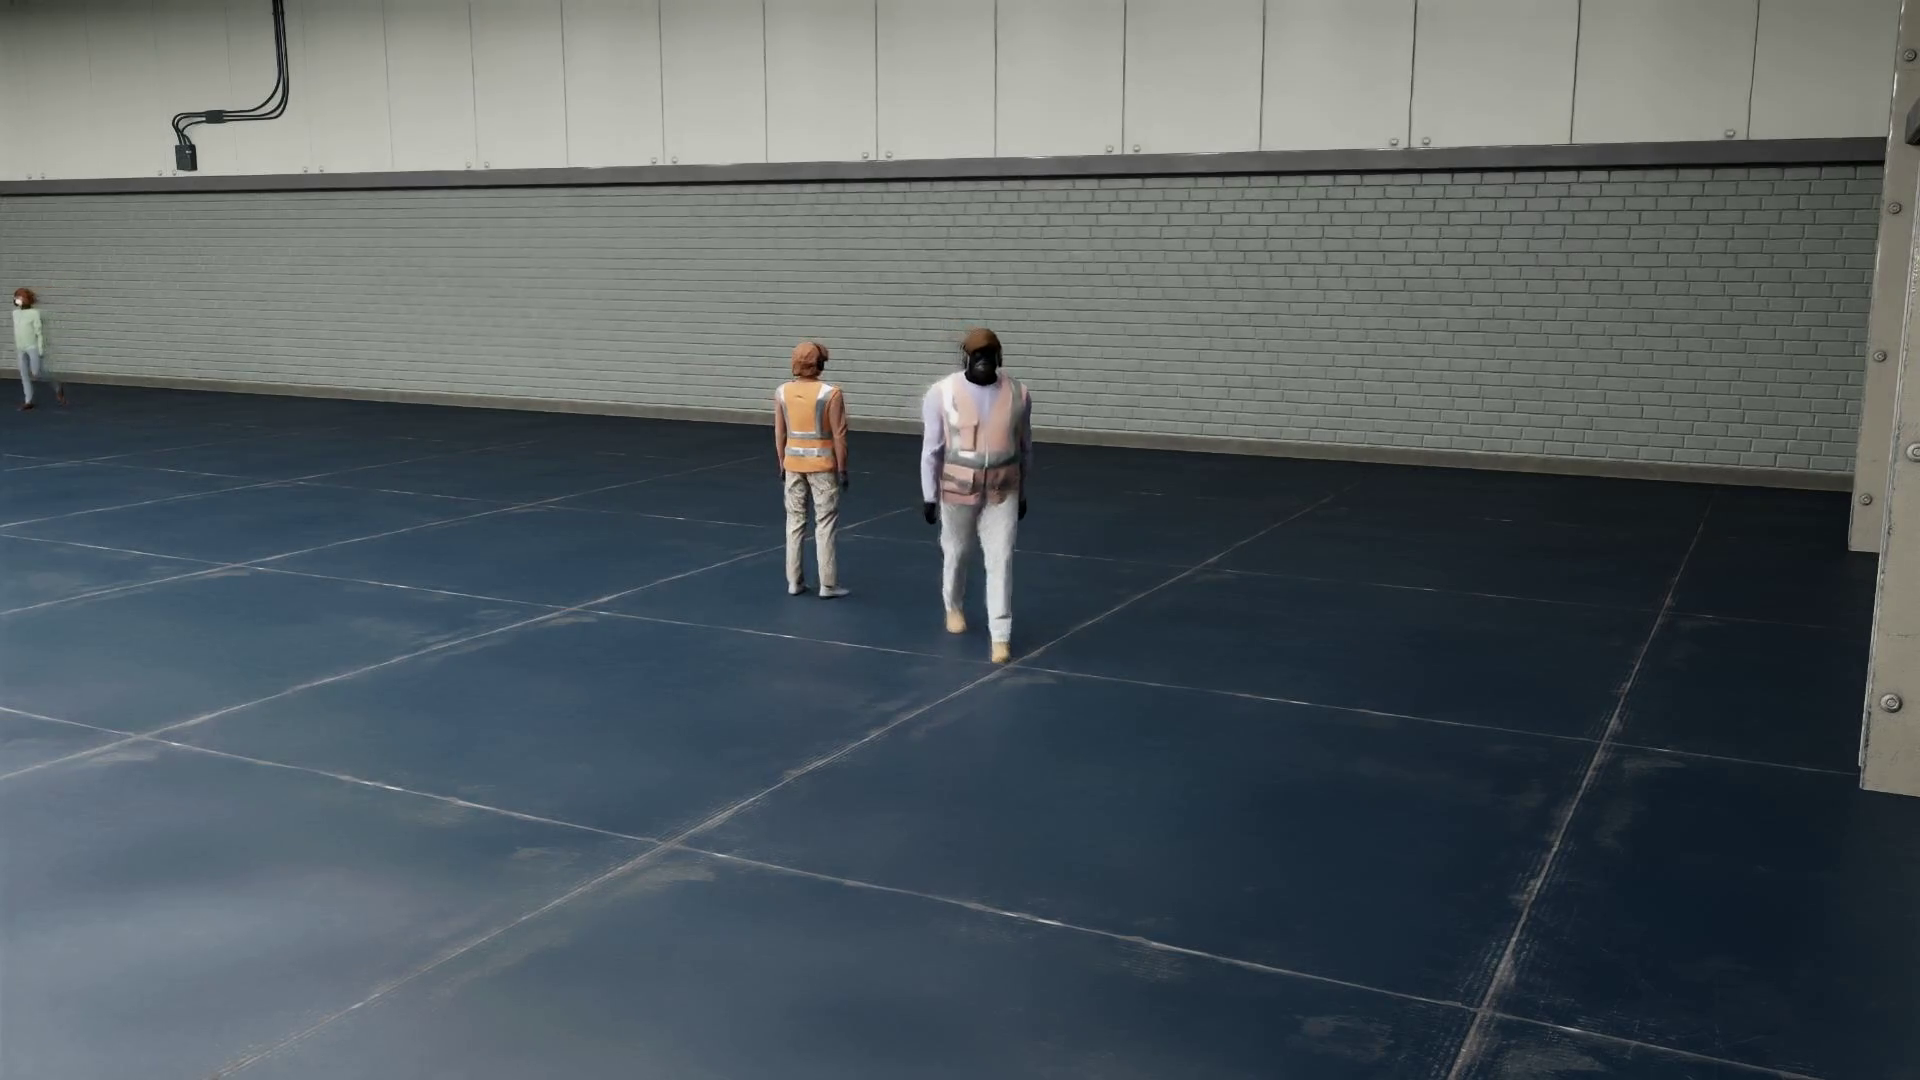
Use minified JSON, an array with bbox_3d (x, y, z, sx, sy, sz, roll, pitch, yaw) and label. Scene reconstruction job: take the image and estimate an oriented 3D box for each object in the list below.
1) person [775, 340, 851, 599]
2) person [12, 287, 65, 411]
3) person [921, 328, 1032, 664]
[{"bbox_3d":[-0.938,-0.439,10.536,0.520,1.639,0.309,5,12,26],"label":"person"},{"bbox_3d":[-12.248,-2.535,22.013,0.498,1.622,0.577,4,11,20],"label":"person"},{"bbox_3d":[0.090,-0.285,9.281,0.633,1.808,0.950,-2,10,-8],"label":"person"}]
